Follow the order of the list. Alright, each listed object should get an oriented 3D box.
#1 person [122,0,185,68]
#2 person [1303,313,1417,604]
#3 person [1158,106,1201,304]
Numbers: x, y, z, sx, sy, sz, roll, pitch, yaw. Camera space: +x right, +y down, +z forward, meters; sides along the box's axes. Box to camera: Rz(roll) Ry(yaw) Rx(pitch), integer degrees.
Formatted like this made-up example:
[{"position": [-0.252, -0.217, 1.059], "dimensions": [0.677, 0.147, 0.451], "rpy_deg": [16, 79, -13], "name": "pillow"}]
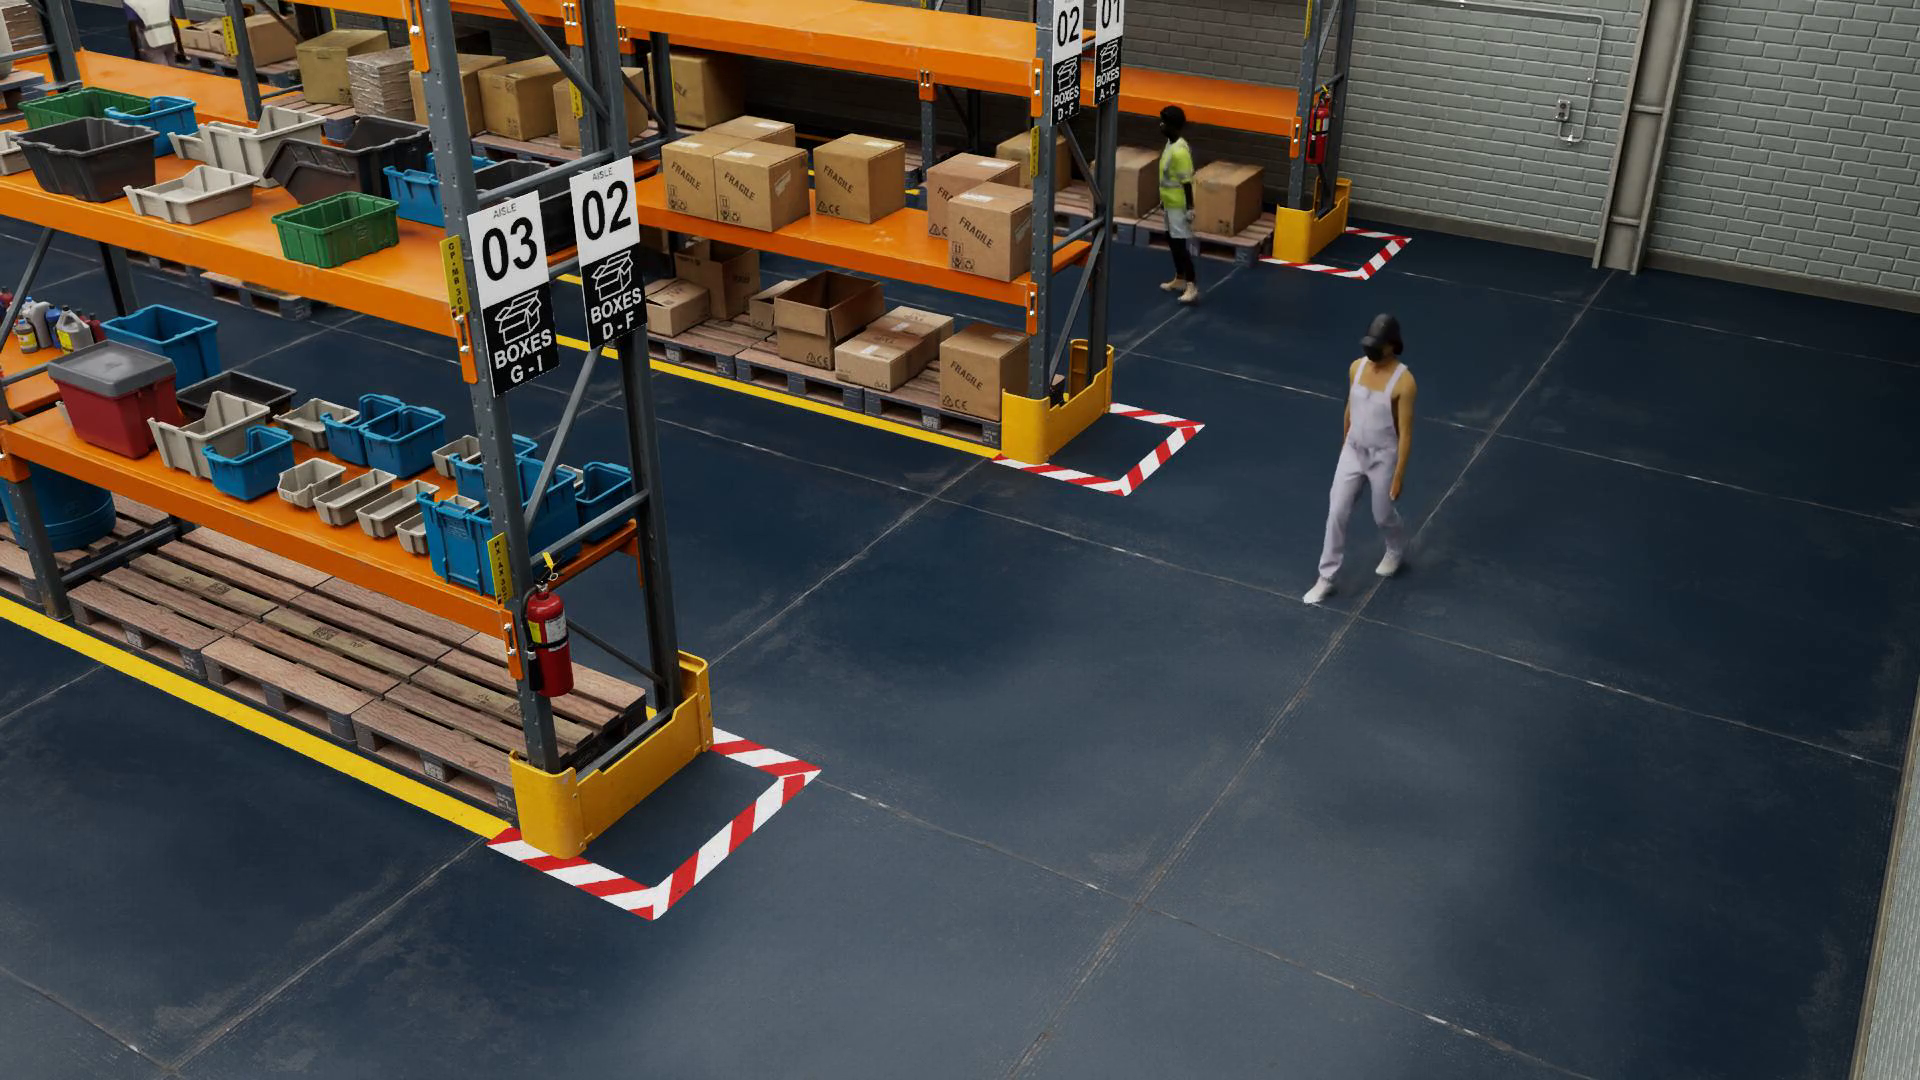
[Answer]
[{"position": [-9.347, -5.748, 19.381], "dimensions": [0.645, 1.808, 0.574], "rpy_deg": [18, 34, 29], "name": "person"}, {"position": [2.506, -0.510, 9.960], "dimensions": [0.518, 1.842, 0.856], "rpy_deg": [26, 38, 38], "name": "person"}, {"position": [1.899, -2.909, 14.417], "dimensions": [0.395, 1.658, 0.621], "rpy_deg": [-3, 29, -5], "name": "person"}]
